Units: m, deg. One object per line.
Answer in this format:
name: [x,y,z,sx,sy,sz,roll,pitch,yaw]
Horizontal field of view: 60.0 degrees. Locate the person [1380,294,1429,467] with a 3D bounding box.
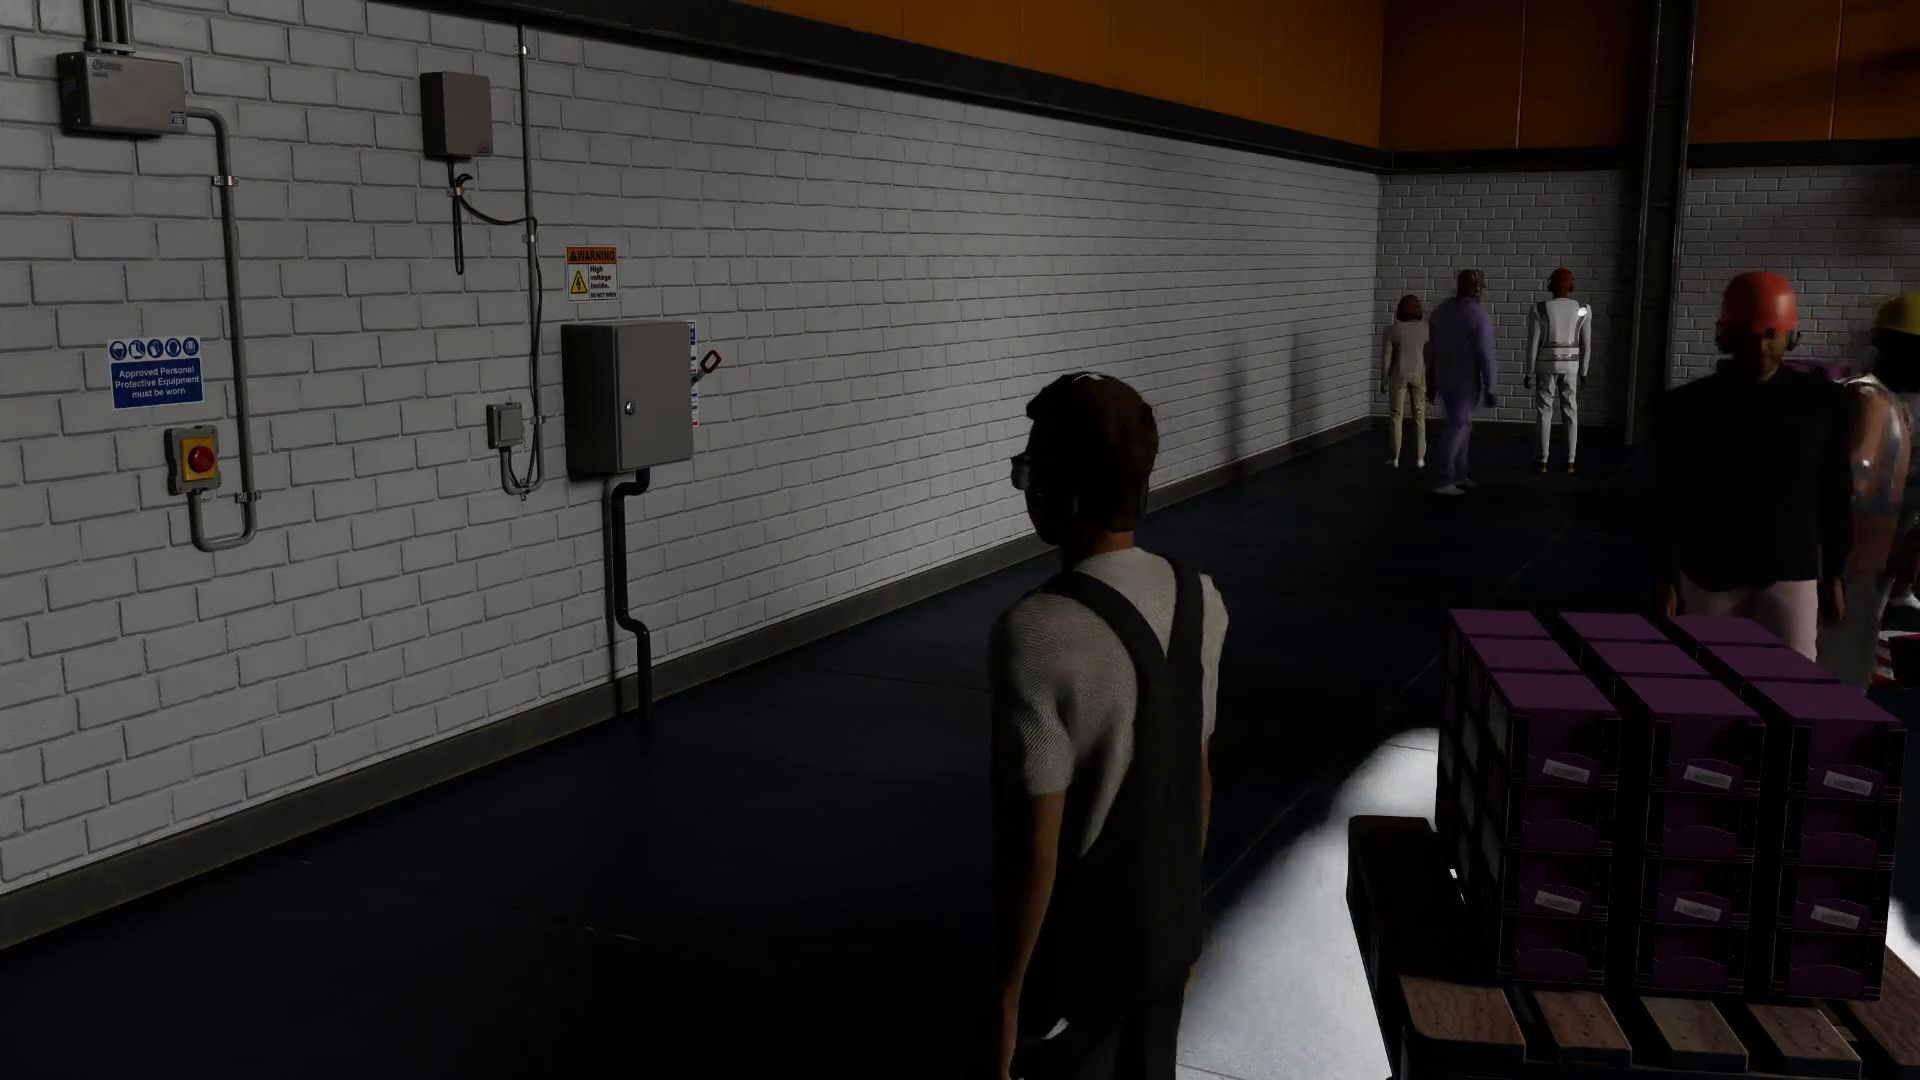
person: [4.219,-1.495,15.709,0.501,1.631,0.285,2,10,9]

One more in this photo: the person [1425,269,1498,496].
person: [4.251,-1.306,13.868,0.728,1.879,0.677,-4,11,-23]

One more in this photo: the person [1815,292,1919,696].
person: [3.133,0.052,6.008,0.703,1.892,0.620,6,11,31]

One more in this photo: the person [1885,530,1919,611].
person: [5.665,-0.465,9.142,1.012,1.839,0.727,1,10,8]

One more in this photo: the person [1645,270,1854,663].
person: [2.552,0.126,5.366,0.635,1.959,0.830,3,10,17]

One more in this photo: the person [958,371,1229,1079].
person: [0.214,0.656,2.644,0.332,1.844,0.518,9,13,42]

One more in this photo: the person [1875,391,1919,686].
person: [4.540,-0.227,7.892,0.608,1.791,0.877,2,10,11]

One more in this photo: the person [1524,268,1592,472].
person: [5.504,-1.557,15.347,0.577,1.882,0.349,1,10,5]
